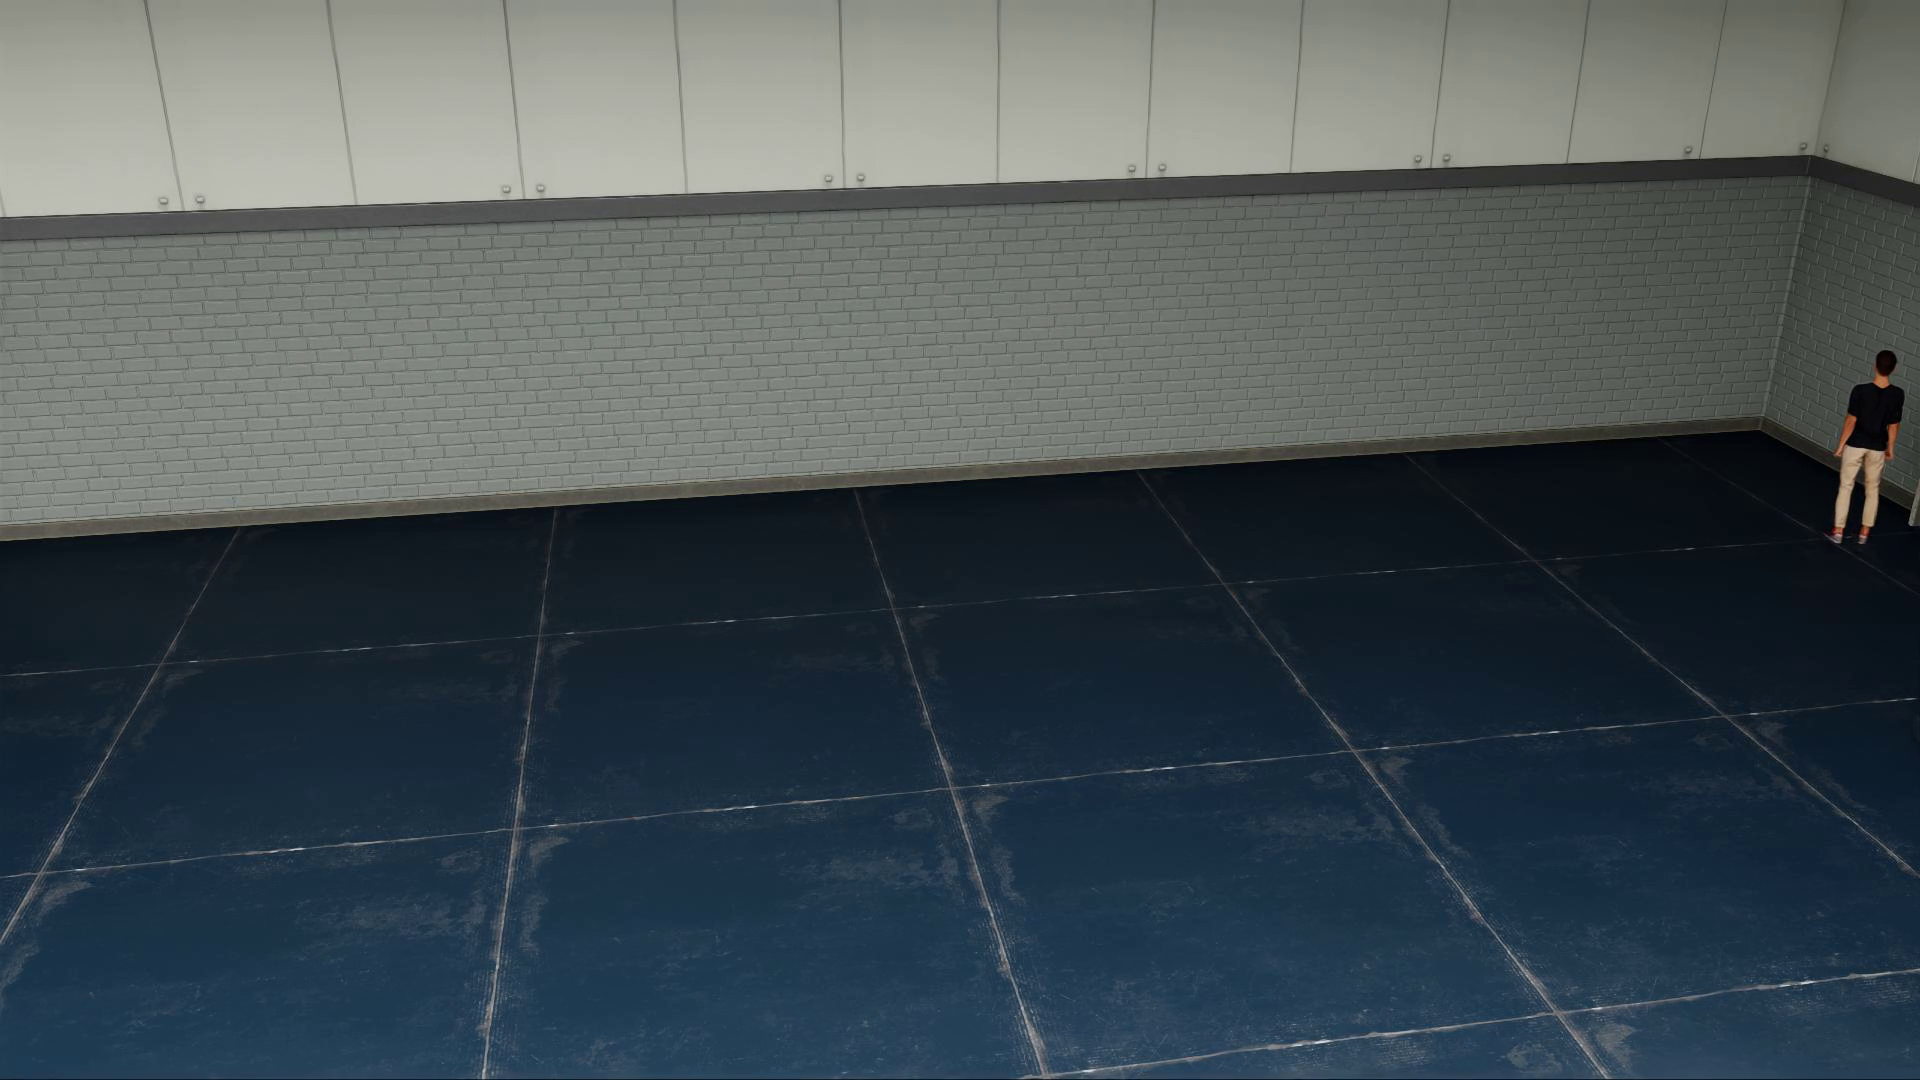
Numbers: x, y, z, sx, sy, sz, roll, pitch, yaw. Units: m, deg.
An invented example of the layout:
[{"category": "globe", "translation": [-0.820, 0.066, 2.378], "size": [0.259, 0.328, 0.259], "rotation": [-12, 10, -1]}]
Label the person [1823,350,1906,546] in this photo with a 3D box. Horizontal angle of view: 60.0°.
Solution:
[{"category": "person", "translation": [8.455, -0.858, 15.512], "size": [0.714, 1.854, 0.662], "rotation": [4, 23, 10]}]
